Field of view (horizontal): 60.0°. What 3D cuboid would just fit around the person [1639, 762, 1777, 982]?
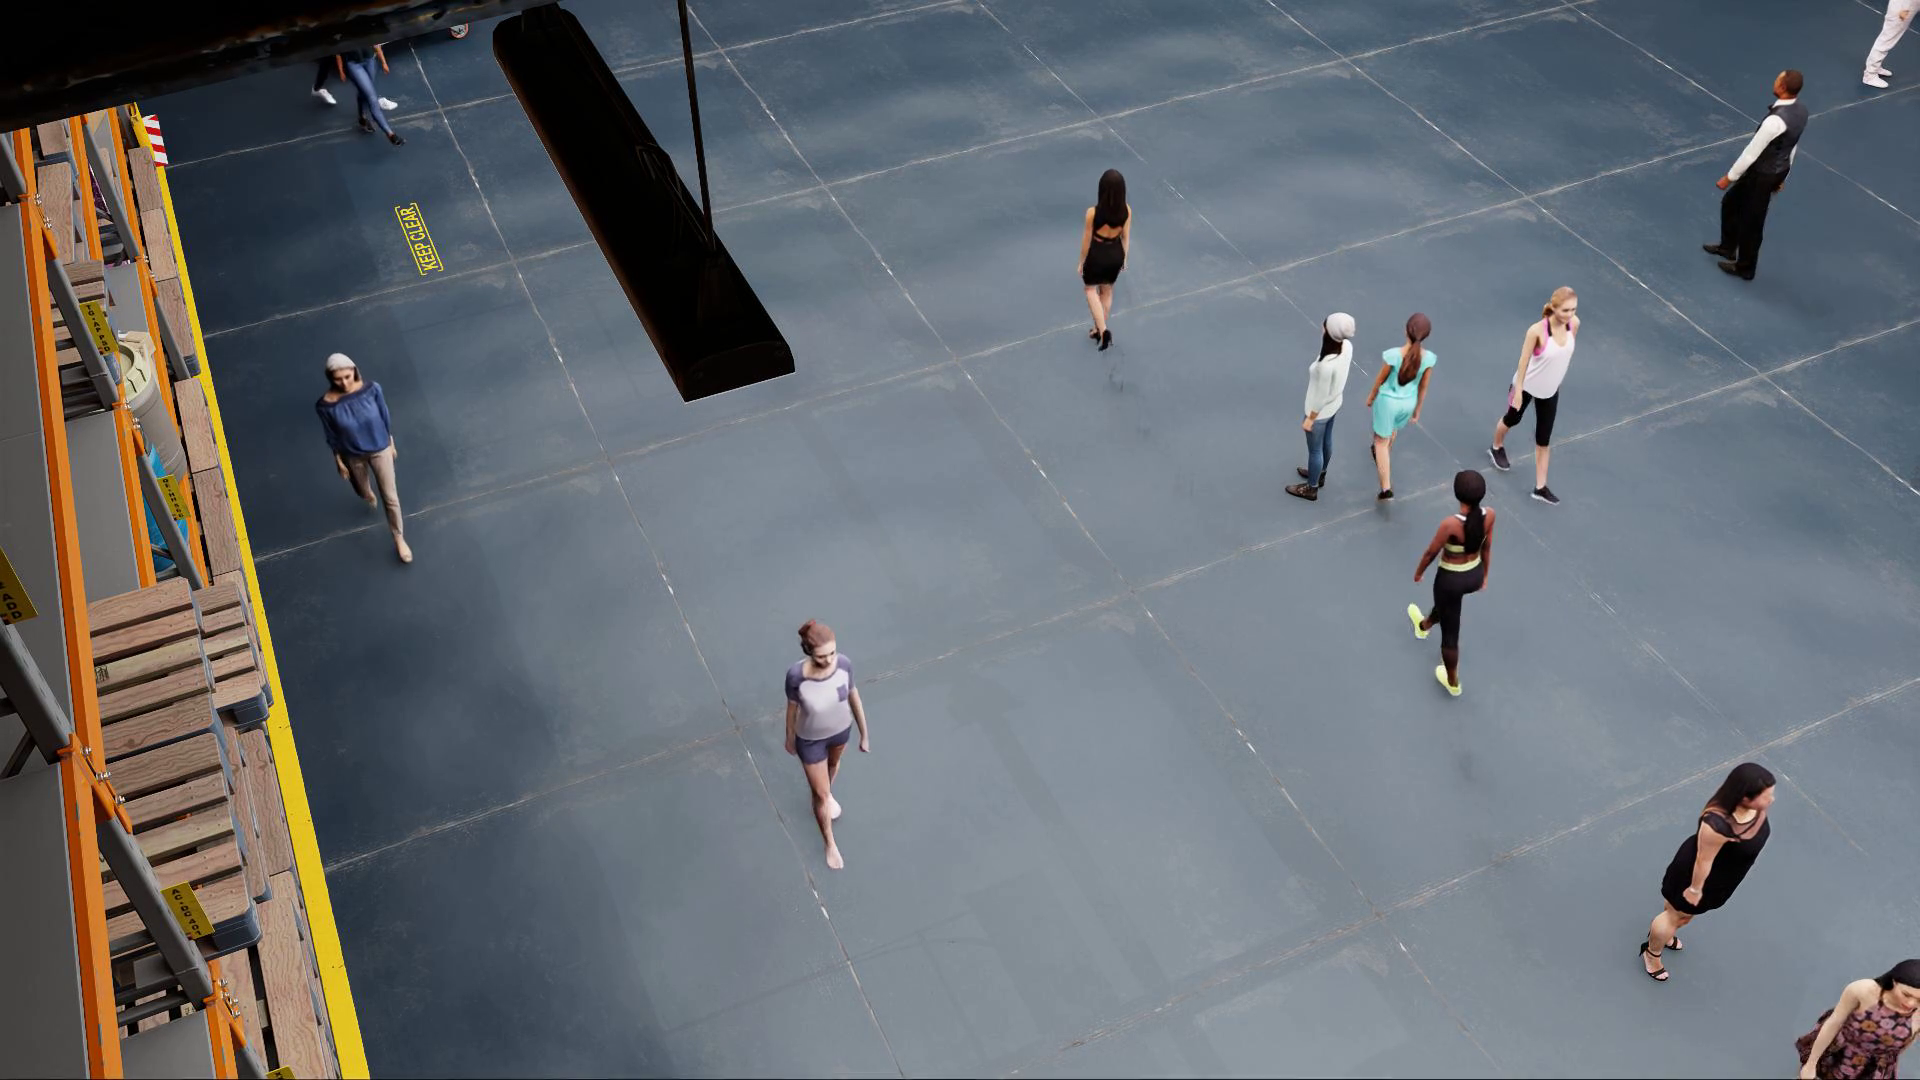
[{"bbox_3d":[4.106,1.808,9.174,0.745,1.721,0.745,30,51,28],"label":"person"}]

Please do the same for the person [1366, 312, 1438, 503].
[{"bbox_3d":[3.210,-0.961,12.216,0.830,1.533,1.104,-2,44,-2],"label":"person"}]

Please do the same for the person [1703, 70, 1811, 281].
[{"bbox_3d":[6.901,-3.035,14.131,0.822,1.895,0.895,-34,53,-31],"label":"person"}]

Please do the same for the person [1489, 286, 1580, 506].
[{"bbox_3d":[4.198,-1.176,12.285,0.753,1.750,1.099,-12,45,-12],"label":"person"}]

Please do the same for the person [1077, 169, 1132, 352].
[{"bbox_3d":[1.191,-2.188,13.430,0.633,1.635,0.777,-12,45,-12],"label":"person"}]

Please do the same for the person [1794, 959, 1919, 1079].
[{"bbox_3d":[4.494,2.537,8.404,1.142,1.726,1.129,20,47,20],"label":"person"}]

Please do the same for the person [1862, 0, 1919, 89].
[{"bbox_3d":[9.559,-5.461,16.828,0.737,1.687,0.722,24,49,23],"label":"person"}]

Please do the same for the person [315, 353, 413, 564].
[{"bbox_3d":[-4.237,-0.656,11.794,0.647,1.673,1.065,-21,48,-21],"label":"person"}]

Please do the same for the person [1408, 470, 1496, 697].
[{"bbox_3d":[3.239,0.343,10.714,0.650,1.719,1.025,-12,45,-12],"label":"person"}]

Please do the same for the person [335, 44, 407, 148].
[{"bbox_3d":[-5.809,-4.594,16.001,1.149,1.574,0.891,31,52,28],"label":"person"}]

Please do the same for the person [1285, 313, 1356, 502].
[{"bbox_3d":[2.661,-0.989,12.165,0.657,1.643,0.644,25,49,24],"label":"person"}]

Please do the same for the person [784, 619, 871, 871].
[{"bbox_3d":[-0.842,1.075,9.925,0.604,1.746,0.849,-18,46,-18],"label":"person"}]
